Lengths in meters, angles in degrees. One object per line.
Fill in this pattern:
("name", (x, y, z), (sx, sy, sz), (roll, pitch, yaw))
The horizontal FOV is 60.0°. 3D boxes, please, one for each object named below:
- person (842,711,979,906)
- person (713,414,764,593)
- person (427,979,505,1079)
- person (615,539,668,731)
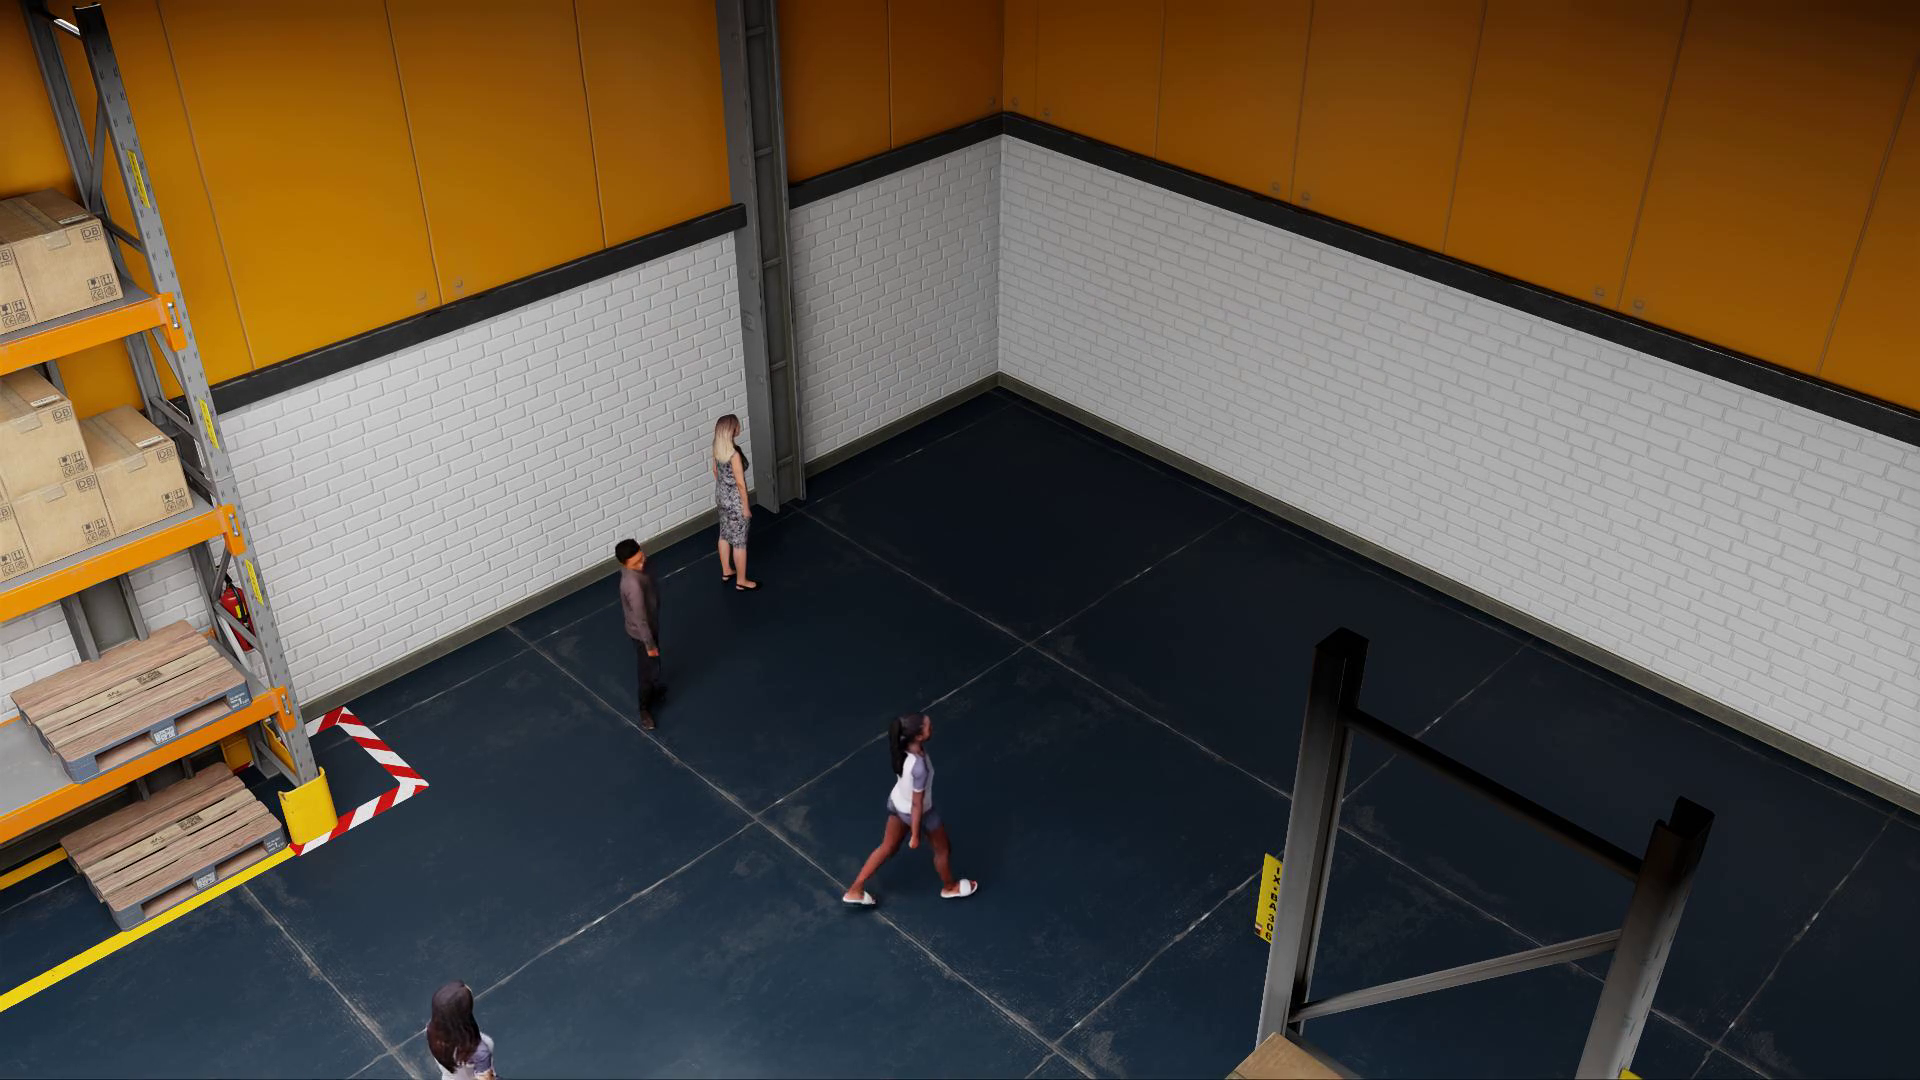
("person", (-0.407, 1.856, 11.175), (1.276, 1.683, 0.994), (-11, 35, -16))
("person", (-1.988, -0.332, 14.448), (0.520, 1.703, 0.589), (-24, 41, -32))
("person", (-2.785, 3.124, 9.276), (0.845, 1.672, 1.166), (14, 36, 20))
("person", (-2.474, 0.655, 12.928), (0.771, 1.742, 0.776), (-27, 42, -34))
